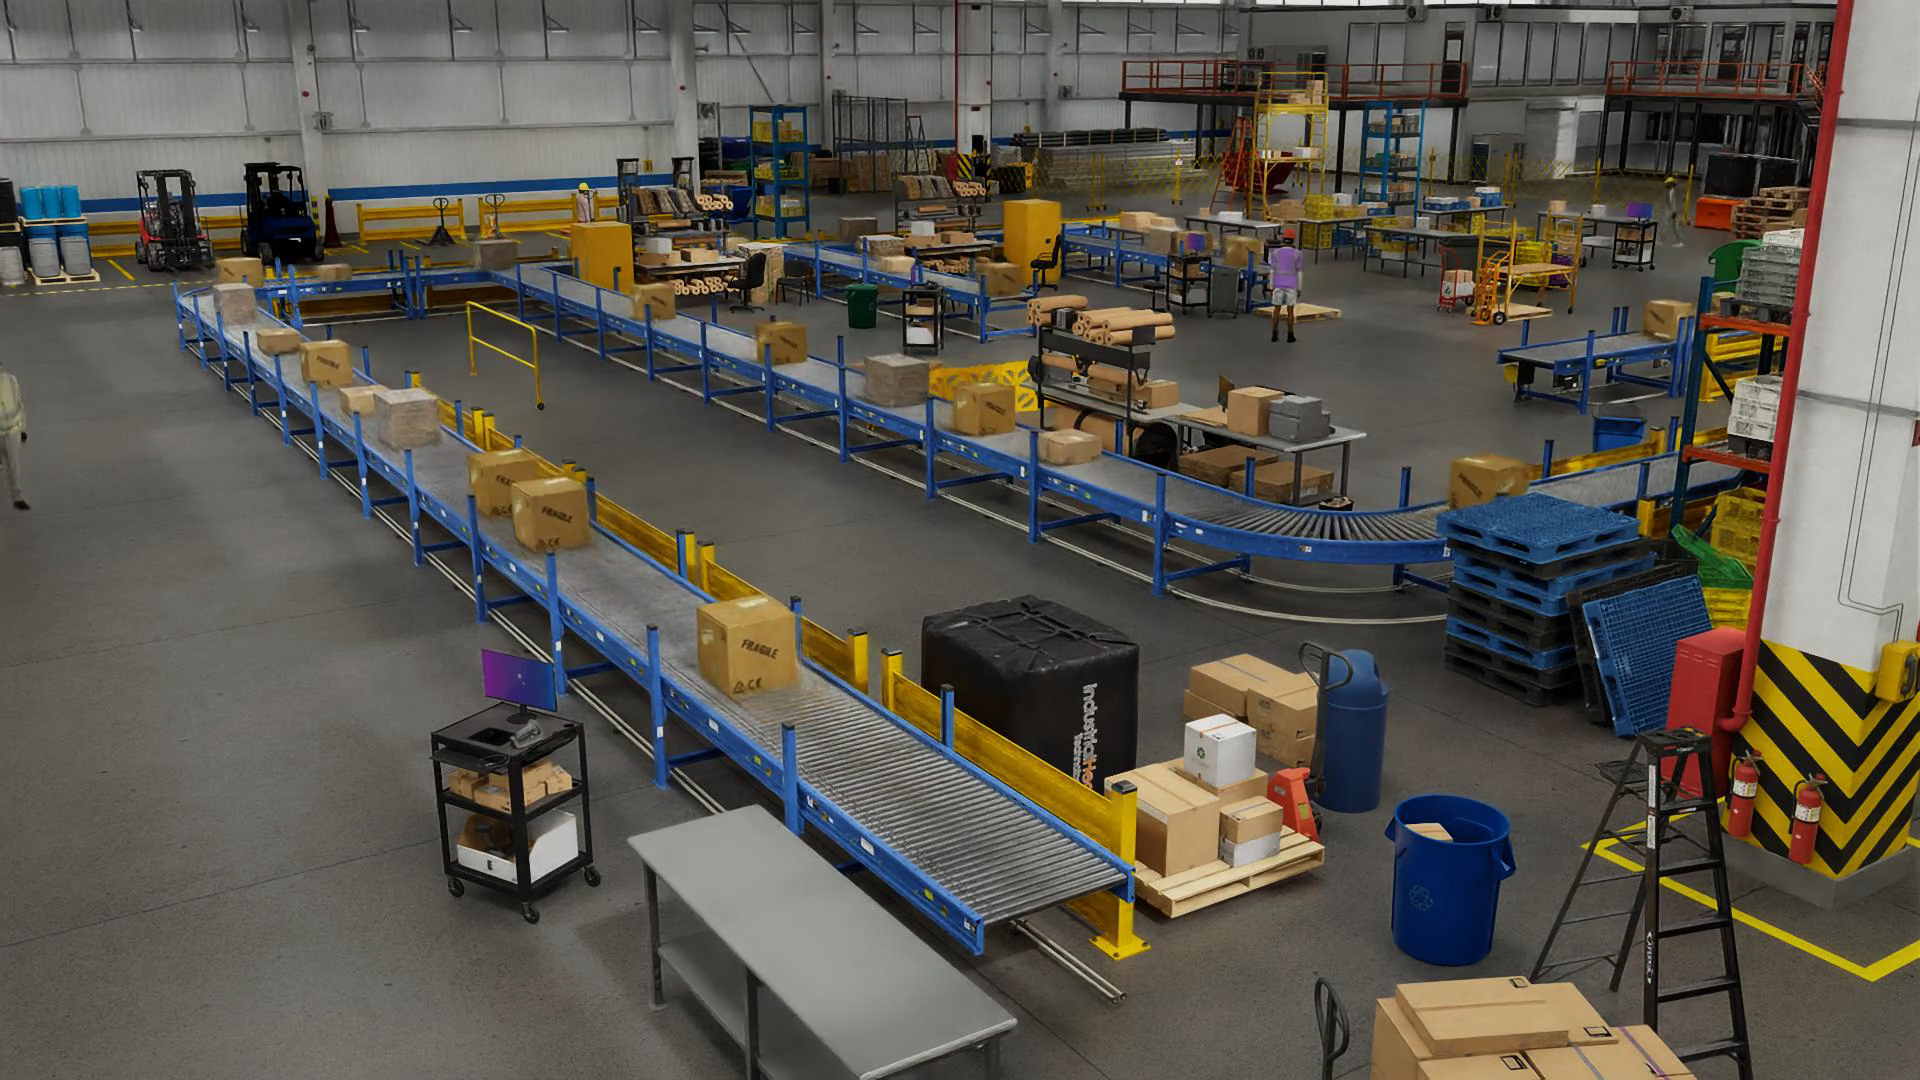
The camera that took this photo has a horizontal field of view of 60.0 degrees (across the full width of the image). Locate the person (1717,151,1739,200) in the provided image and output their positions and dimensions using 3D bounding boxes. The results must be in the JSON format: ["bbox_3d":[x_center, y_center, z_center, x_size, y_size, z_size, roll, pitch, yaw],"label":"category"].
[{"bbox_3d":[22.586,-10.507,48.948,0.655,1.837,0.461,-12,20,-35],"label":"person"}]

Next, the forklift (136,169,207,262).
[{"bbox_3d":[-17.842,-7.318,37.559,1.157,1.987,2.680,-10,20,-31],"label":"forklift"}]

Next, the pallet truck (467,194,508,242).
[{"bbox_3d":[-11.983,-8.177,42.137,0.704,1.261,1.522,-11,20,-33],"label":"pallet truck"}]

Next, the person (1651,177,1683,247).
[{"bbox_3d":[17.644,-8.139,41.314,0.846,1.695,0.504,11,20,32],"label":"person"}]

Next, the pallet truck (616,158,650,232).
[{"bbox_3d":[-8.918,-9.176,44.255,0.823,1.965,1.885,-9,19,-27],"label":"pallet truck"}]

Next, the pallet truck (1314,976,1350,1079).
[{"bbox_3d":[2.299,2.390,7.086,1.601,1.201,0.680,-2,17,-7],"label":"pallet truck"}]

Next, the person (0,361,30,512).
[{"bbox_3d":[-10.475,-1.212,18.072,0.585,1.816,0.596,12,20,34],"label":"person"}]

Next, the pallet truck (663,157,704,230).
[{"bbox_3d":[-7.586,-9.308,44.692,0.823,1.965,1.885,-11,20,-33],"label":"pallet truck"}]

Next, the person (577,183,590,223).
[{"bbox_3d":[-8.790,-7.477,38.996,0.325,1.767,0.533,-11,20,-33],"label":"person"}]

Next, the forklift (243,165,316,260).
[{"bbox_3d":[-15.898,-7.669,38.708,1.157,1.987,2.680,-11,20,-33],"label":"forklift"}]

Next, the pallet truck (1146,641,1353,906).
[{"bbox_3d":[1.664,1.407,10.232,1.630,1.274,0.653,-10,20,-31],"label":"pallet truck"}]

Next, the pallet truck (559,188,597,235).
[{"bbox_3d":[-10.010,-8.652,43.699,0.653,1.274,1.630,-10,20,-31],"label":"pallet truck"}]

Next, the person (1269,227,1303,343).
[{"bbox_3d":[5.528,-4.327,28.224,0.552,1.932,0.377,6,18,18],"label":"person"}]

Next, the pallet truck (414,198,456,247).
[{"bbox_3d":[-13.250,-8.060,41.856,0.680,1.201,1.601,-10,20,-31],"label":"pallet truck"}]
